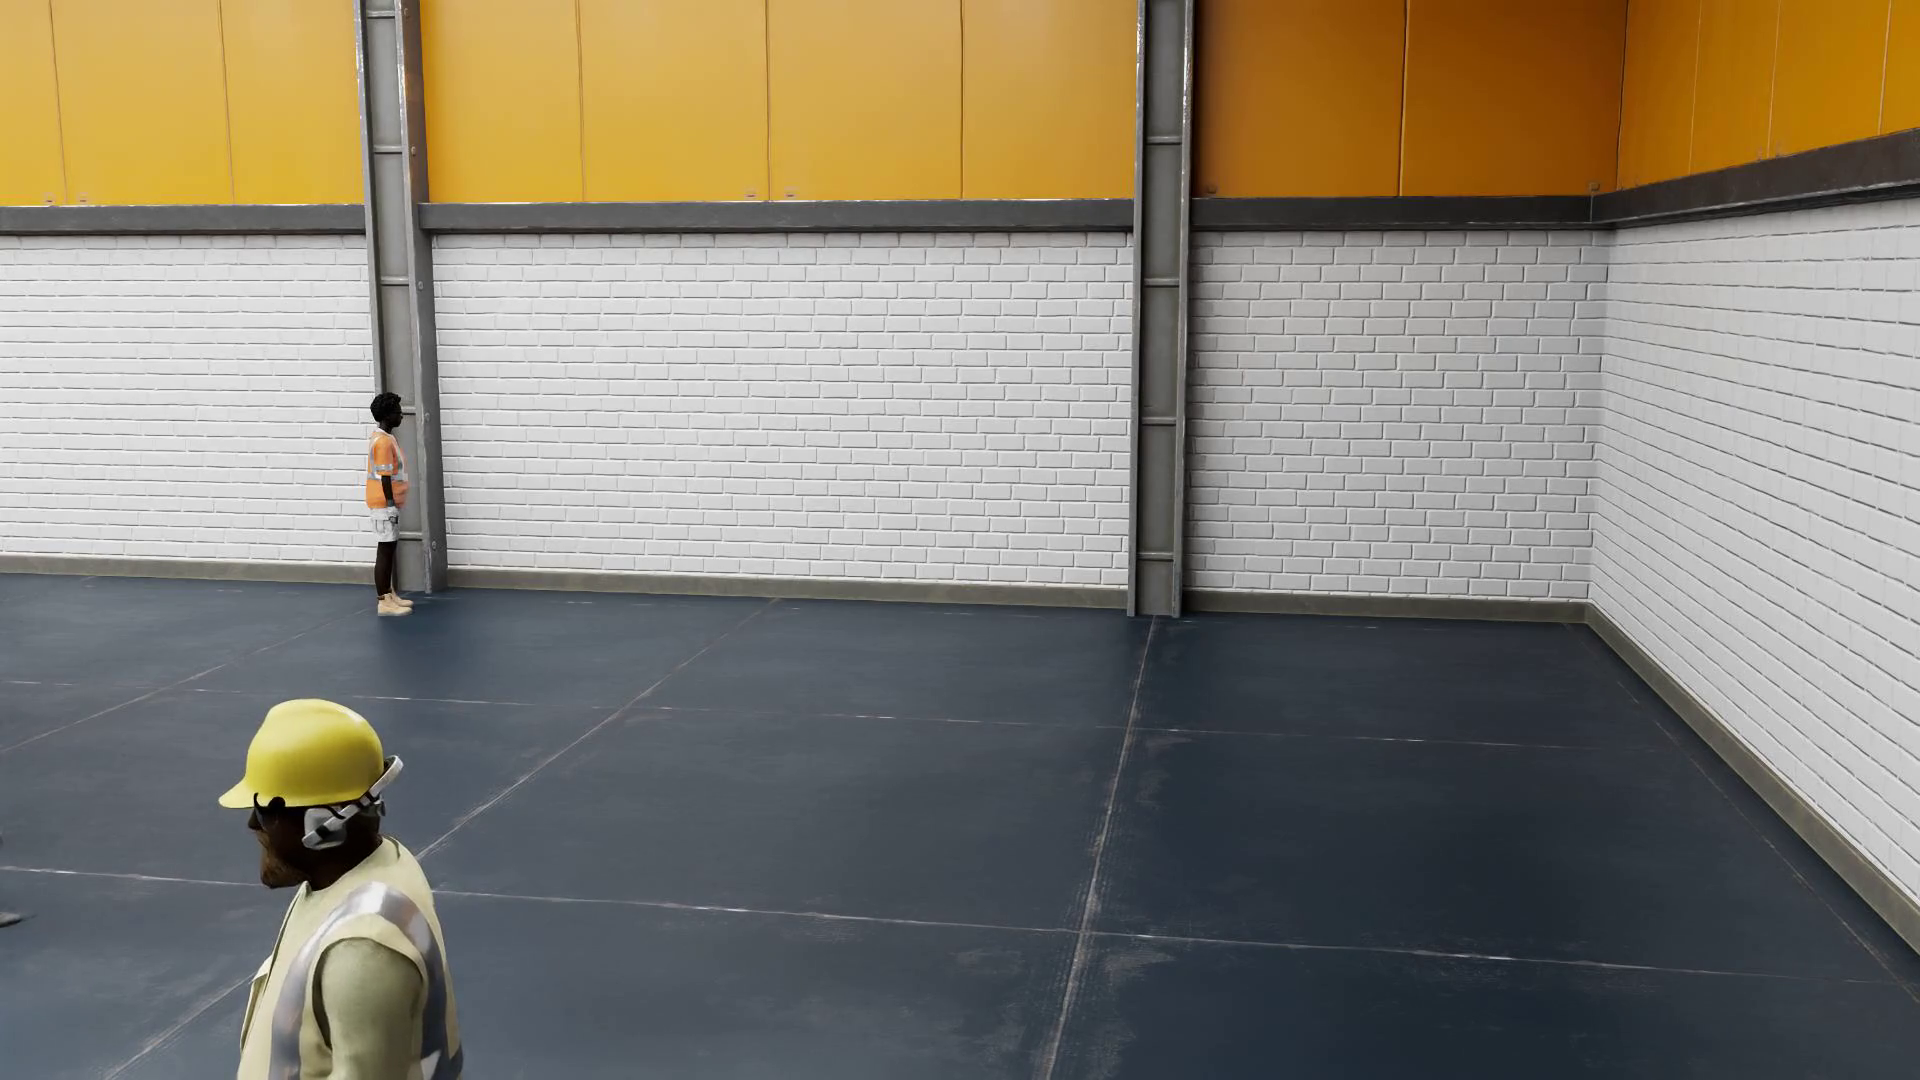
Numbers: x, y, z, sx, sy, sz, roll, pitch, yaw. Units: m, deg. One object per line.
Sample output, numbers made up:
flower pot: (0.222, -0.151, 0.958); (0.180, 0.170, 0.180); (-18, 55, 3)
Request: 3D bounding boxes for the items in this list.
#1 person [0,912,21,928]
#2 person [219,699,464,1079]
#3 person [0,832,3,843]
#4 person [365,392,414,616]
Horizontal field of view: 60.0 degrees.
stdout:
person: (-3.989, 0.667, 6.589); (0.533, 1.765, 0.330); (8, 12, 42)
person: (-1.149, 1.193, 3.161); (0.403, 1.826, 0.590); (-4, 10, -22)
person: (-4.644, 0.447, 7.384); (0.605, 1.944, 0.402); (4, 10, 23)
person: (-4.334, -0.272, 12.607); (0.320, 1.694, 0.532); (-3, 10, -15)
